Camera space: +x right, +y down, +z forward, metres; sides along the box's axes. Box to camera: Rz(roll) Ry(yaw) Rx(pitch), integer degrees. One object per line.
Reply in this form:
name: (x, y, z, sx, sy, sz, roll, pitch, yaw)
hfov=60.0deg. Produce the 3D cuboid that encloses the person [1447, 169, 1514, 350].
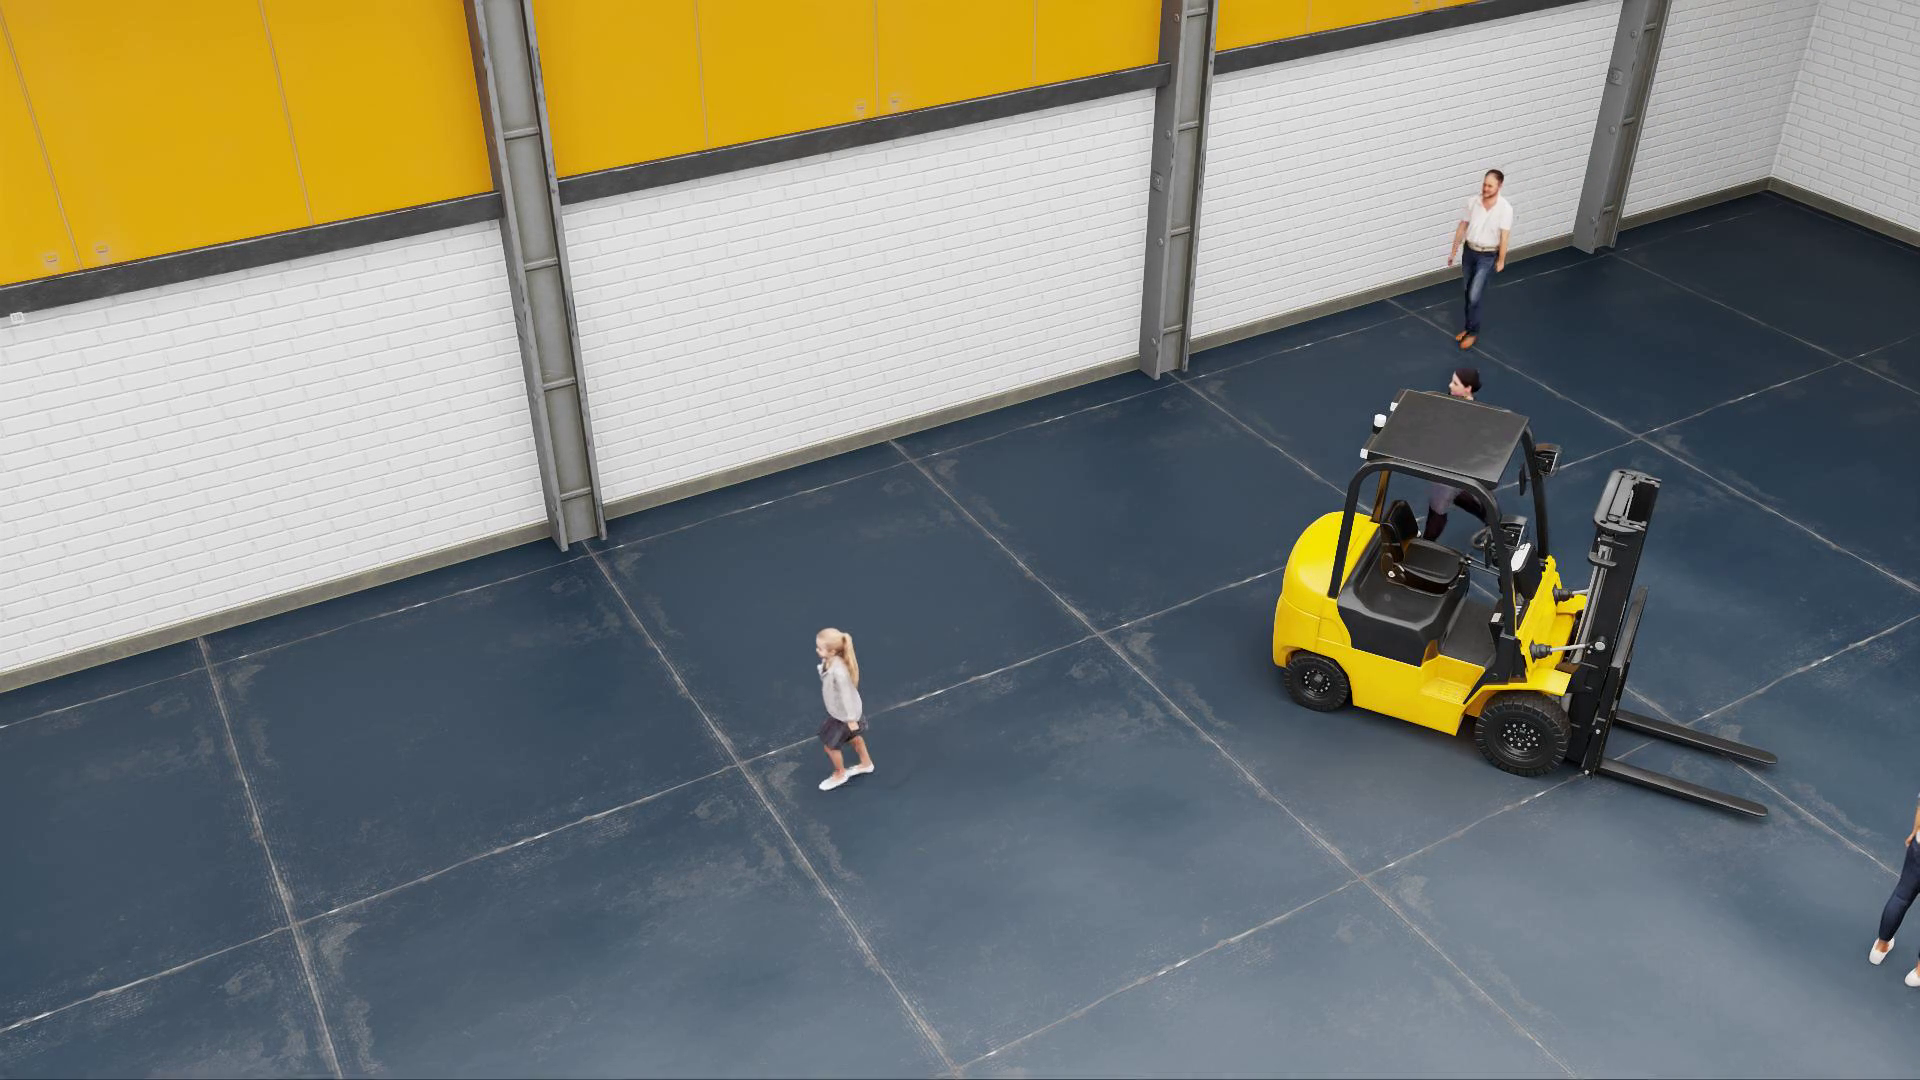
person: (5.216, -2.834, 16.485, 0.724, 1.835, 0.707, -24, 40, -31)

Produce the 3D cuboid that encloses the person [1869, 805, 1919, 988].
person: (5.639, 1.809, 9.523, 0.522, 1.808, 0.601, -21, 39, -28)

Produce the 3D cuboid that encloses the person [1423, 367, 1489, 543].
person: (3.984, -0.593, 13.201, 1.140, 1.738, 0.867, -7, 34, -10)

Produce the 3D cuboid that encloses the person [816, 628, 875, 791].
person: (-0.718, 1.115, 11.073, 0.691, 1.250, 0.597, -7, 34, -11)
